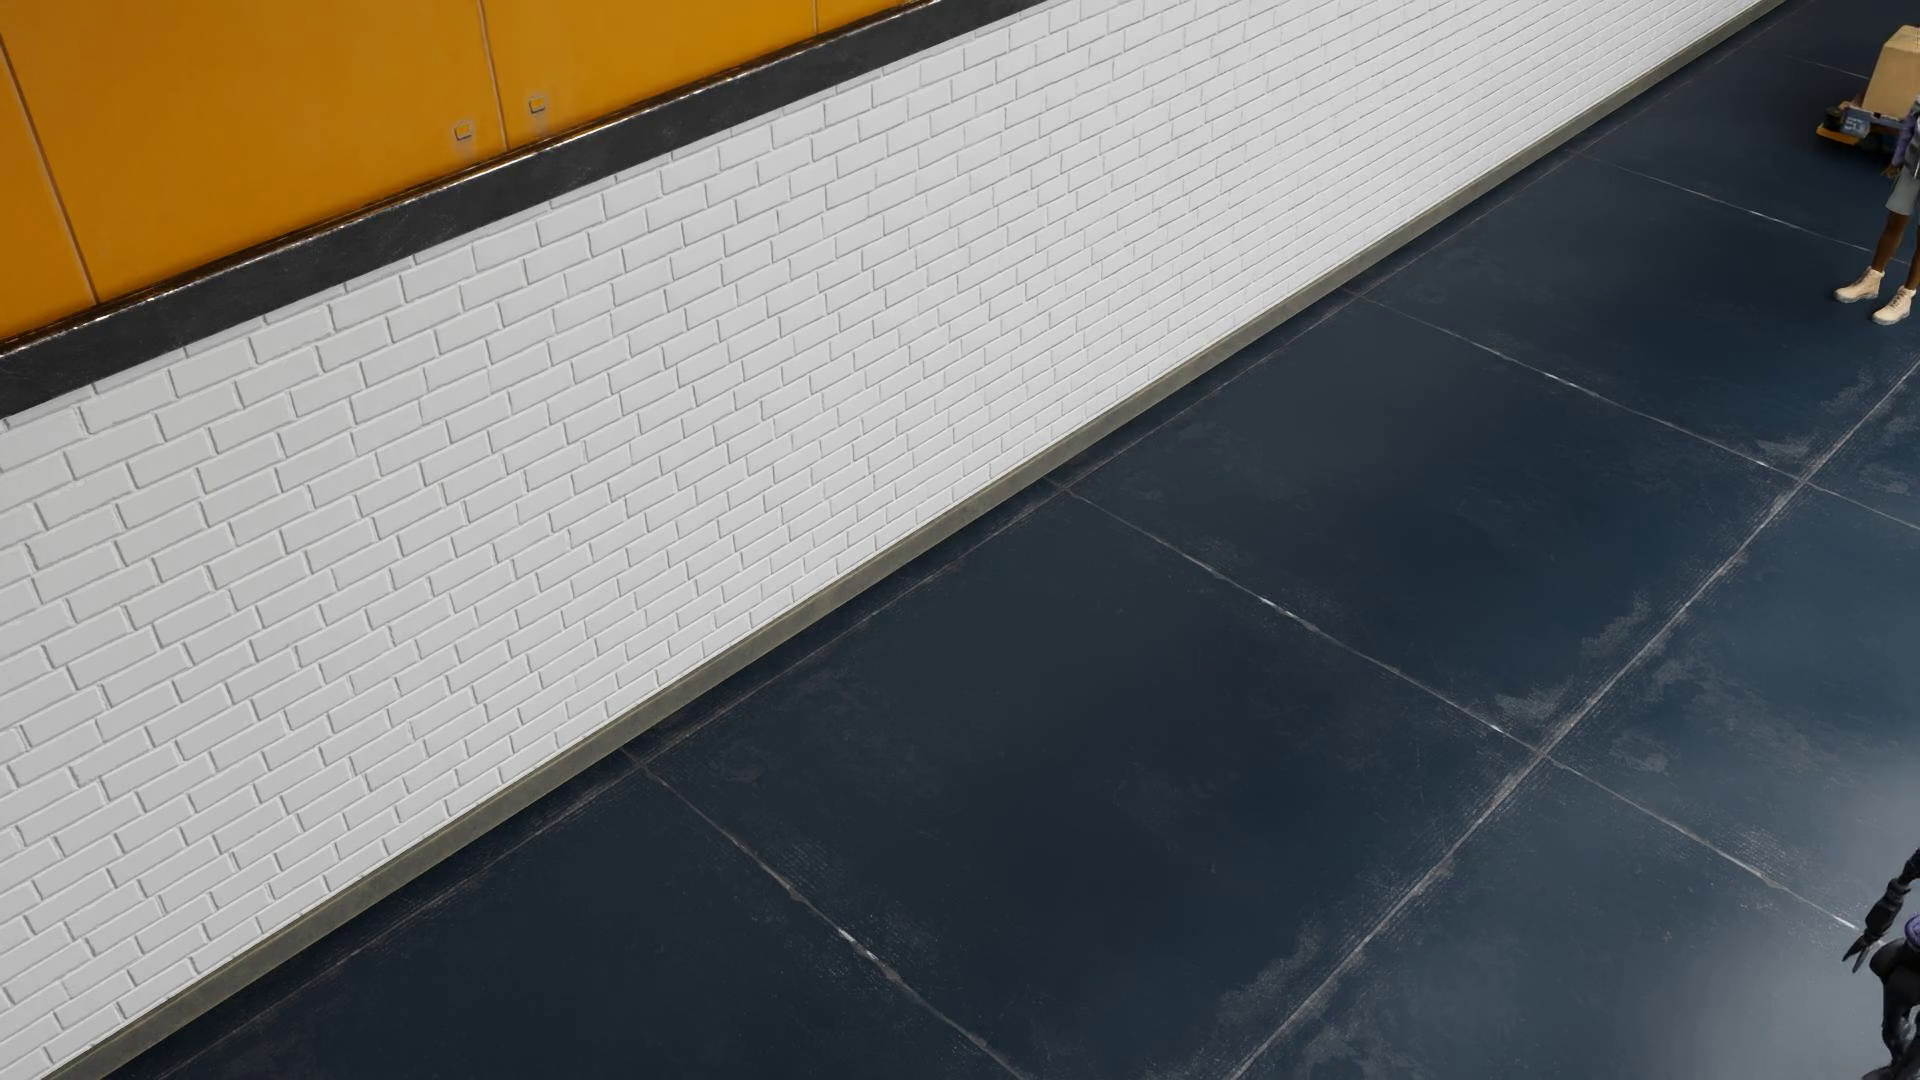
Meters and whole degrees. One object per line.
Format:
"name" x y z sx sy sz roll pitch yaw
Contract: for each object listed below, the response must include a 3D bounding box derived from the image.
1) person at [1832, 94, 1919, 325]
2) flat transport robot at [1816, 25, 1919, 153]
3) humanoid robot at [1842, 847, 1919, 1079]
"person" 6.067 -2.311 10.391 0.390 2.044 0.607 -13 41 -16
"flat transport robot" 7.442 -3.102 12.797 1.431 0.231 0.659 27 46 30
"humanoid robot" 3.404 1.566 5.861 0.752 1.625 0.610 -15 41 -18
